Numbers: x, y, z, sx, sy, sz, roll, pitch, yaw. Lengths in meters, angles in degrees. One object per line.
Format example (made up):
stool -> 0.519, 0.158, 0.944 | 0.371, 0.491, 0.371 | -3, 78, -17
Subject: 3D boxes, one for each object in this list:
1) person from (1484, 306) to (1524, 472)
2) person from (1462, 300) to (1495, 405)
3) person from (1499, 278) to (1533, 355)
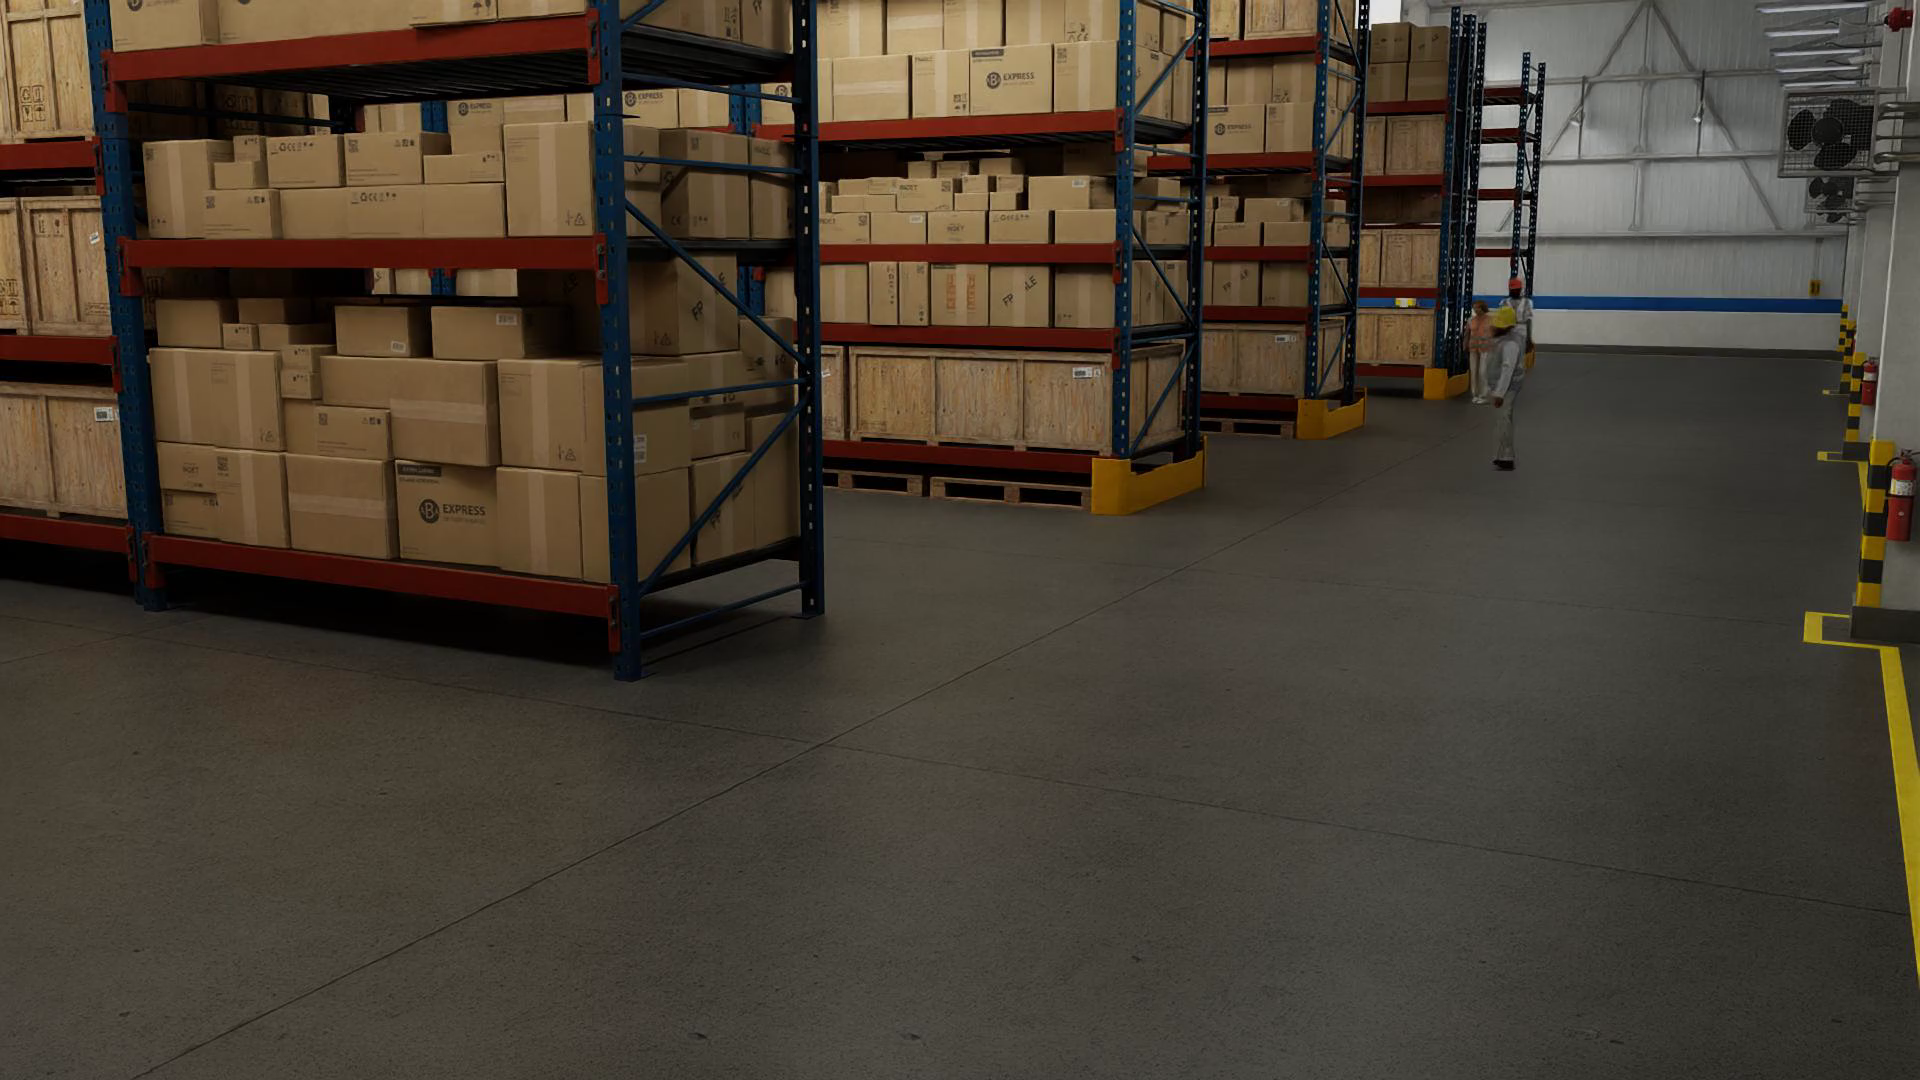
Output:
person -> 5.858, -1.640, 17.957 | 0.406, 1.783, 0.706 | 2, 10, 13
person -> 8.011, -2.896, 25.702 | 0.548, 1.603, 0.660 | 9, 13, 43
person -> 9.356, -3.463, 28.130 | 0.572, 1.895, 0.904 | 5, 11, 27
